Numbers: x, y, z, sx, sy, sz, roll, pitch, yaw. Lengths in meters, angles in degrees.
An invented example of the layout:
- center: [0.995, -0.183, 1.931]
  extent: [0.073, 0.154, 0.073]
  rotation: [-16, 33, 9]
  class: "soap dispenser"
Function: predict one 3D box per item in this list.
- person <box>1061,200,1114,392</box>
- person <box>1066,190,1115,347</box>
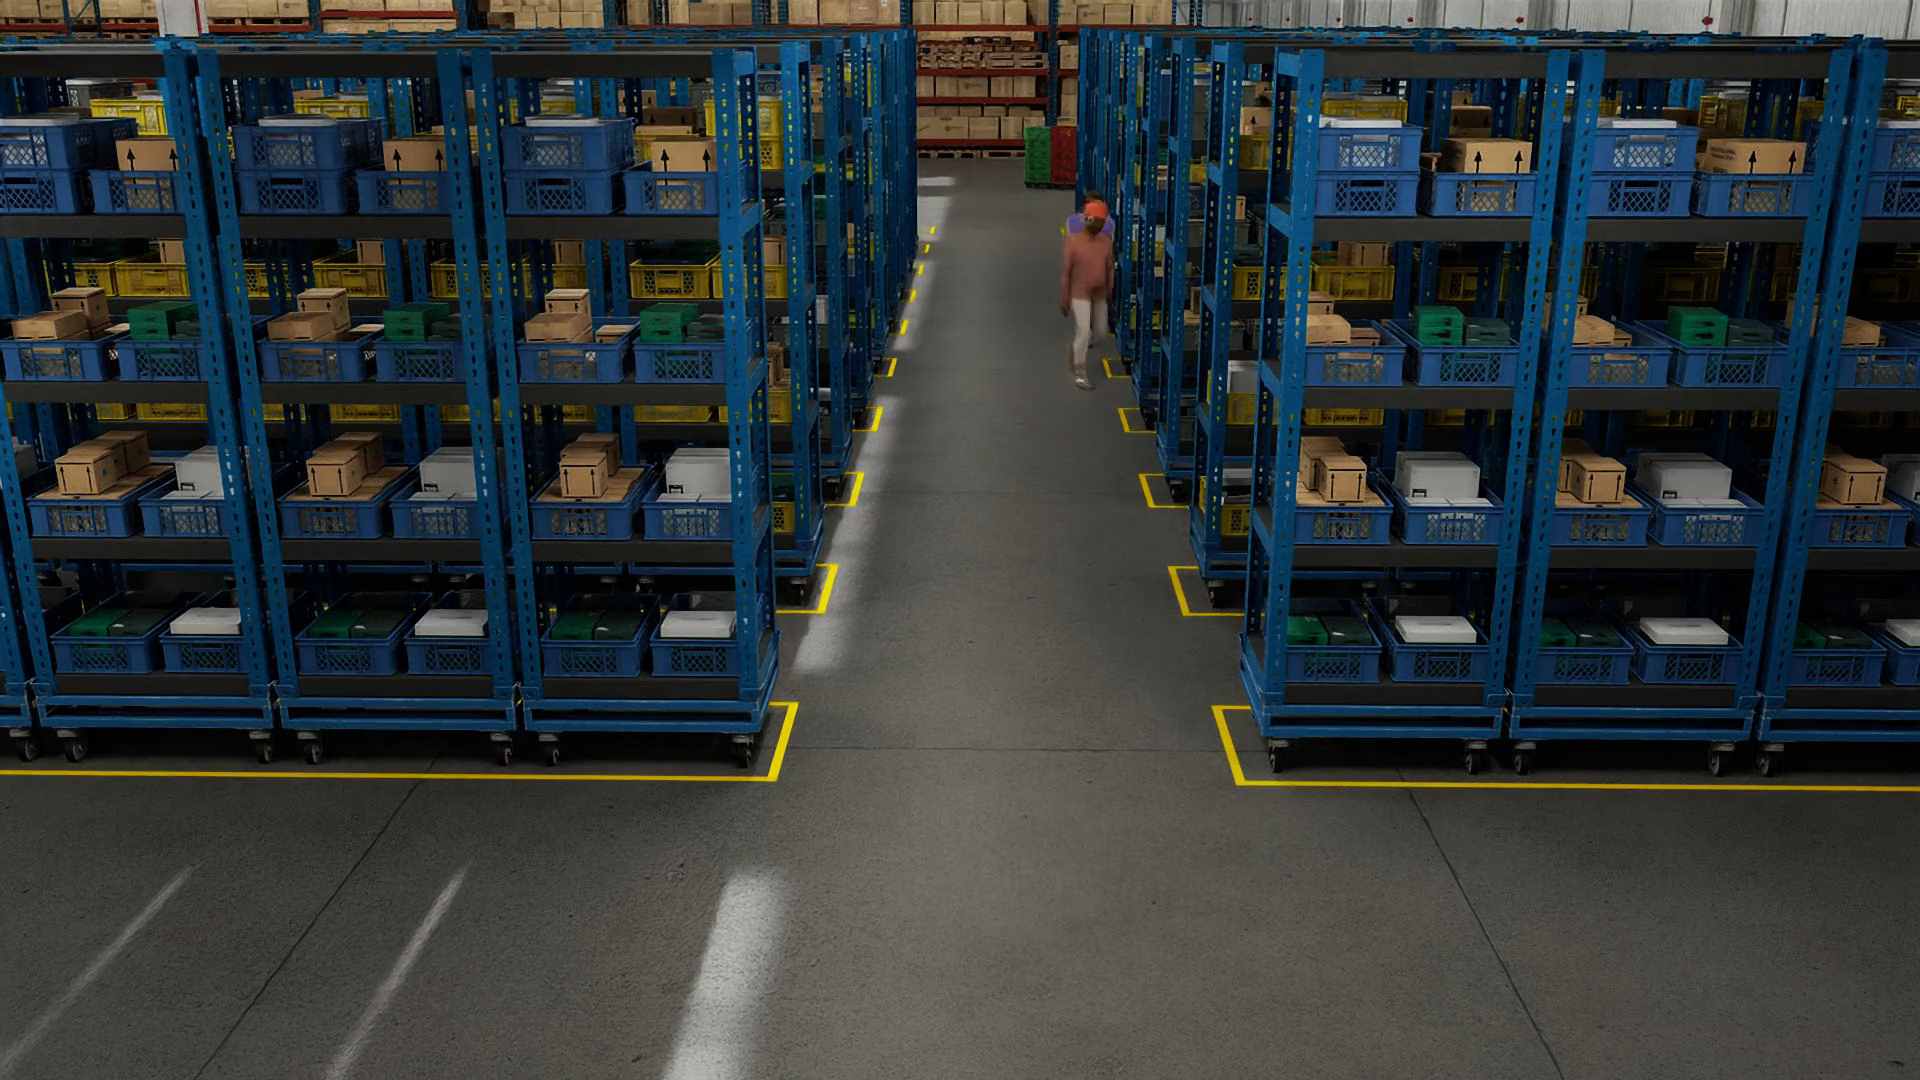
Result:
- center: [1.291, -2.571, 17.354]
  extent: [0.632, 1.962, 0.728]
  rotation: [-11, 20, -31]
  class: "person"
- center: [1.501, -3.151, 19.401]
  extent: [0.606, 1.827, 0.551]
  rotation: [2, 18, 7]
  class: "person"
